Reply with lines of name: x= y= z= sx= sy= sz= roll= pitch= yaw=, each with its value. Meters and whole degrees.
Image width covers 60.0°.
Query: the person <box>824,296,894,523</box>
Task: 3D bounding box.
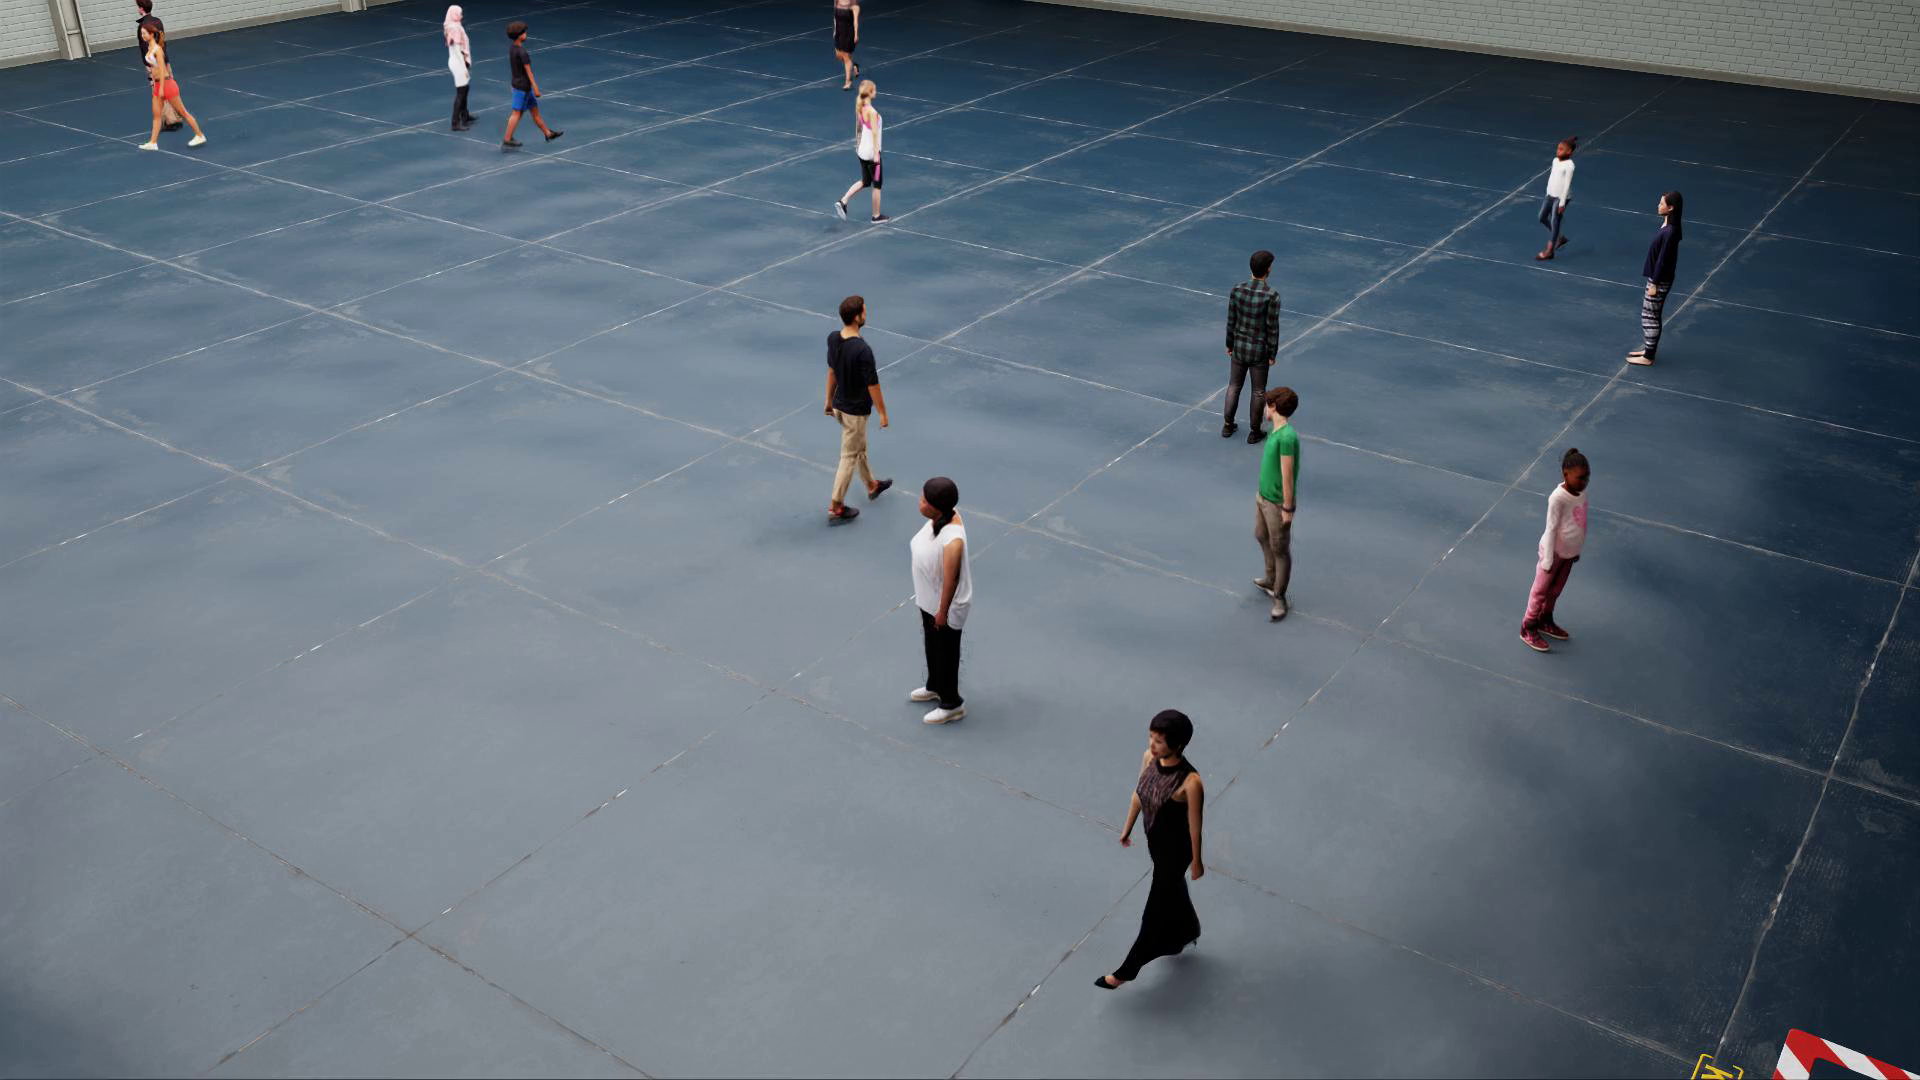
person: x=-0.920 y=-0.997 z=13.072 sx=1.060 sy=1.829 sz=0.840 roll=-22 pitch=34 yaw=-36

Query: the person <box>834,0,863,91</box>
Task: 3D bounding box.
person: x=-1.826 y=-8.301 z=27.397 sx=0.678 sy=1.701 sz=0.798 roll=20 pitch=33 yaw=33

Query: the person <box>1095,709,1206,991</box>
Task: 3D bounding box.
person: x=1.125 y=1.535 z=8.442 sx=1.054 sy=1.568 sz=0.871 roll=-14 pitch=30 yaw=-25

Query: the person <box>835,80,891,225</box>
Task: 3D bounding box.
person: x=-1.189 y=-4.704 z=20.338 sx=1.064 sy=1.769 sz=0.854 roll=-15 pitch=31 yaw=-27

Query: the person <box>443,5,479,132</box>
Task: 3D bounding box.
person: x=-7.514 y=-7.058 z=24.913 sx=0.995 sy=1.765 sz=1.004 roll=-12 pitch=29 yaw=-22

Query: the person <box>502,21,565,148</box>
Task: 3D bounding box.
person: x=-6.330 y=-6.453 z=23.761 sx=1.256 sy=1.745 sz=0.942 roll=-16 pitch=31 yaw=-29

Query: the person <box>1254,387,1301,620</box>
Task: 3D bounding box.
person: x=2.299 y=-0.270 z=11.882 sx=0.827 sy=1.627 sz=0.698 roll=-6 pitch=28 yaw=-11

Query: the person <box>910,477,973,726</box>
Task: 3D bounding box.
person: x=-0.121 y=0.368 z=10.576 sx=0.817 sy=1.689 sz=0.755 roll=-4 pitch=28 yaw=-8

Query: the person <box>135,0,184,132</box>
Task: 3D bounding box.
person: x=-11.979 y=-7.104 z=24.828 sx=0.852 sy=1.924 sz=0.733 roll=1 pitch=27 yaw=2

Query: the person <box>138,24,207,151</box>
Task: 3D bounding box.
person: x=-11.253 y=-6.443 z=23.752 sx=0.728 sy=1.736 sz=1.201 roll=24 pitch=36 yaw=39

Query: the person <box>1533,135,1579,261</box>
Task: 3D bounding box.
person: x=6.972 y=-3.964 z=19.249 sx=0.780 sy=1.450 sz=0.716 roll=-6 pitch=28 yaw=-12

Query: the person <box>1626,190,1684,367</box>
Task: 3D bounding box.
person: x=6.833 y=-2.561 z=16.216 sx=0.693 sy=1.733 sz=0.508 roll=12 pitch=30 yaw=22

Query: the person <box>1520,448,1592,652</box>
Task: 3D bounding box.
person: x=4.128 y=0.045 z=11.467 sx=0.514 sy=1.447 sz=0.662 roll=-20 pitch=33 yaw=-34

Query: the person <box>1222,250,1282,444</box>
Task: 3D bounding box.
person: x=2.542 y=-1.703 z=14.580 sx=0.659 sy=1.708 sz=0.504 roll=17 pitch=32 yaw=30
